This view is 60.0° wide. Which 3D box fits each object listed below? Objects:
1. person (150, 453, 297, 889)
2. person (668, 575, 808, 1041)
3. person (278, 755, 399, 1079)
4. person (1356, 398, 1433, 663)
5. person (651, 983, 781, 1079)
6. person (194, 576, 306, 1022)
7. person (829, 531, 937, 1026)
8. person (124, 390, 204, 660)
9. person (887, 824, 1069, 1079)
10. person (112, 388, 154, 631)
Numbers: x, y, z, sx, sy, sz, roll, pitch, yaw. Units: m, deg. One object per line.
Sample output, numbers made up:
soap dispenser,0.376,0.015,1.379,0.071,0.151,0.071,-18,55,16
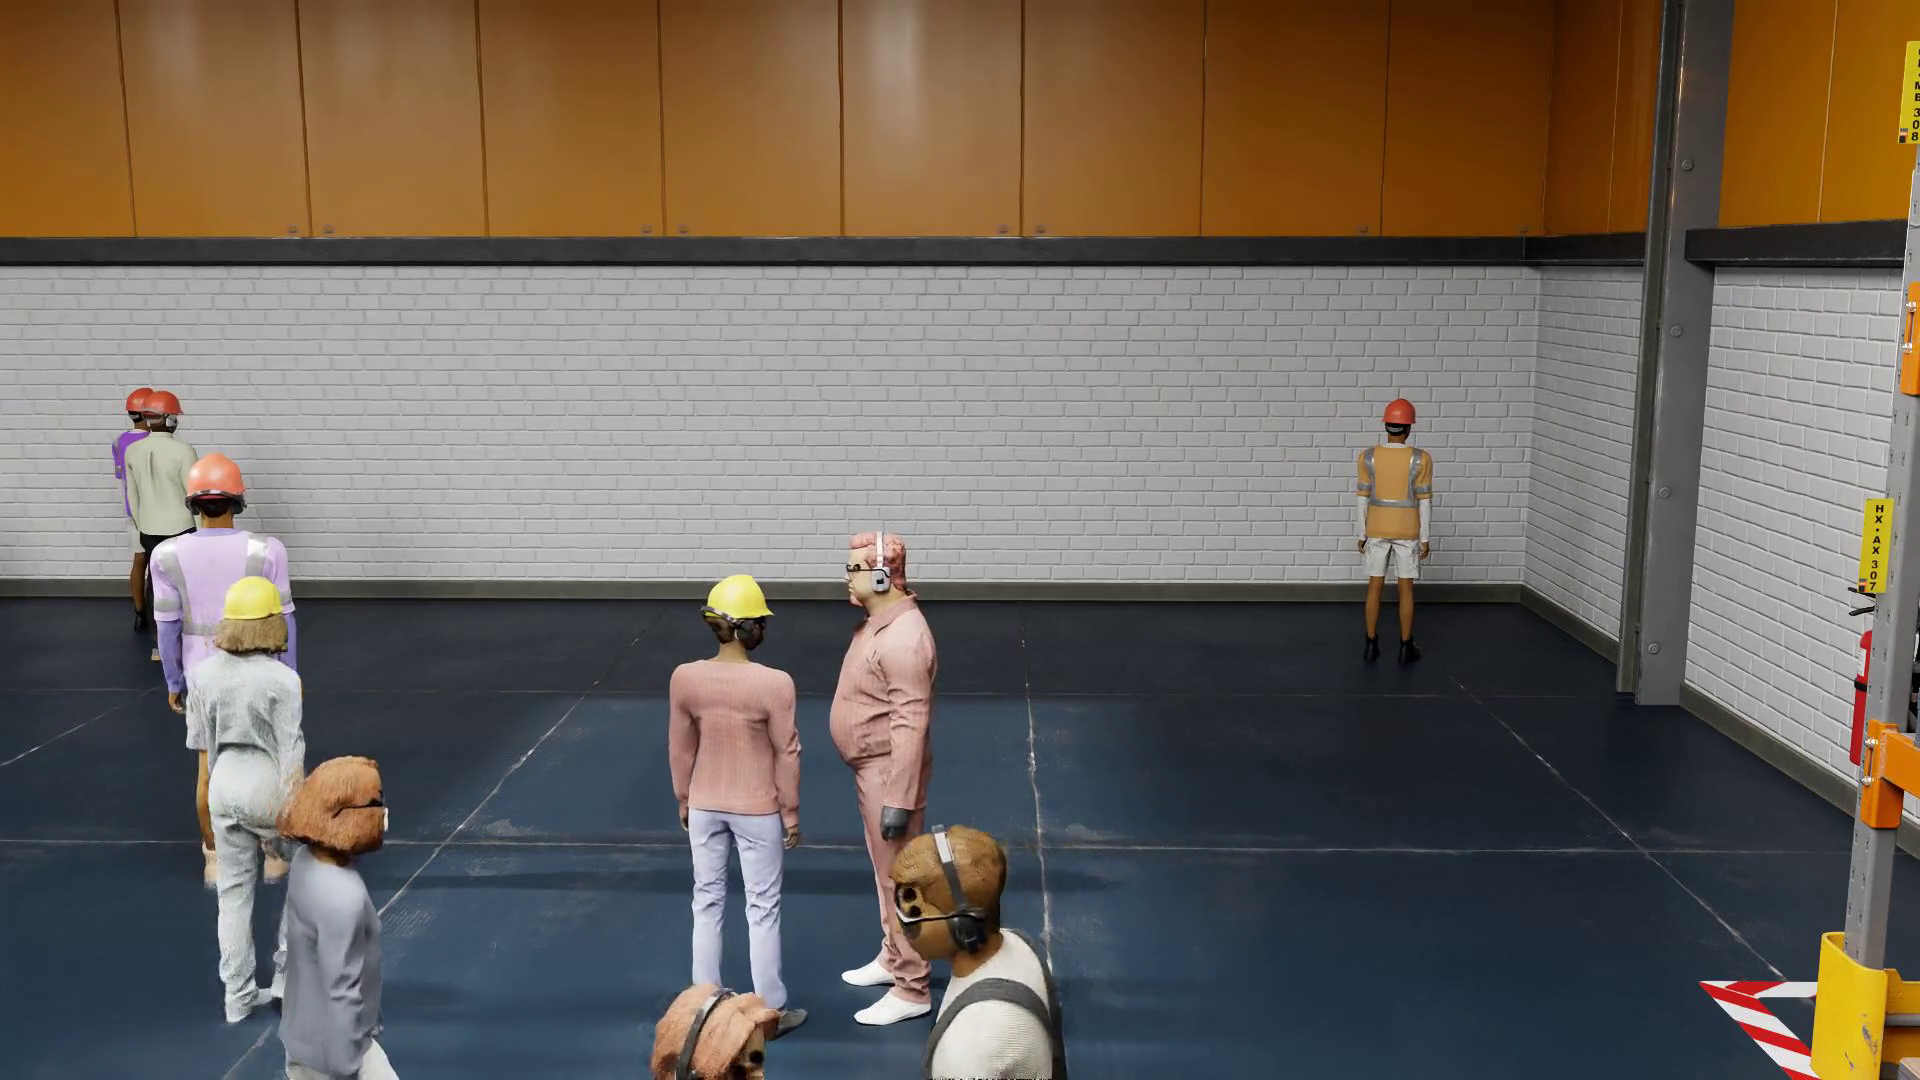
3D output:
person,-3.407,0.614,7.774,0.607,2.048,0.366,-2,10,-12
person,-0.837,1.007,6.271,0.526,1.765,0.329,3,10,18
person,-1.610,1.365,4.576,0.723,1.603,0.519,-7,12,-35
person,3.172,-0.064,12.163,0.545,1.938,0.361,4,10,24
person,-0.589,1.605,3.144,0.516,1.626,0.529,1,9,4
person,-2.713,0.997,6.452,0.496,1.728,0.478,2,10,12
person,-0.302,0.908,6.434,0.401,1.906,0.649,-2,10,-9
person,-5.780,-0.096,12.187,0.611,1.995,0.376,2,10,12
person,0.058,1.452,3.449,0.419,1.814,0.584,2,10,11
person,-6.400,-0.231,13.163,0.543,1.940,0.361,4,10,24
